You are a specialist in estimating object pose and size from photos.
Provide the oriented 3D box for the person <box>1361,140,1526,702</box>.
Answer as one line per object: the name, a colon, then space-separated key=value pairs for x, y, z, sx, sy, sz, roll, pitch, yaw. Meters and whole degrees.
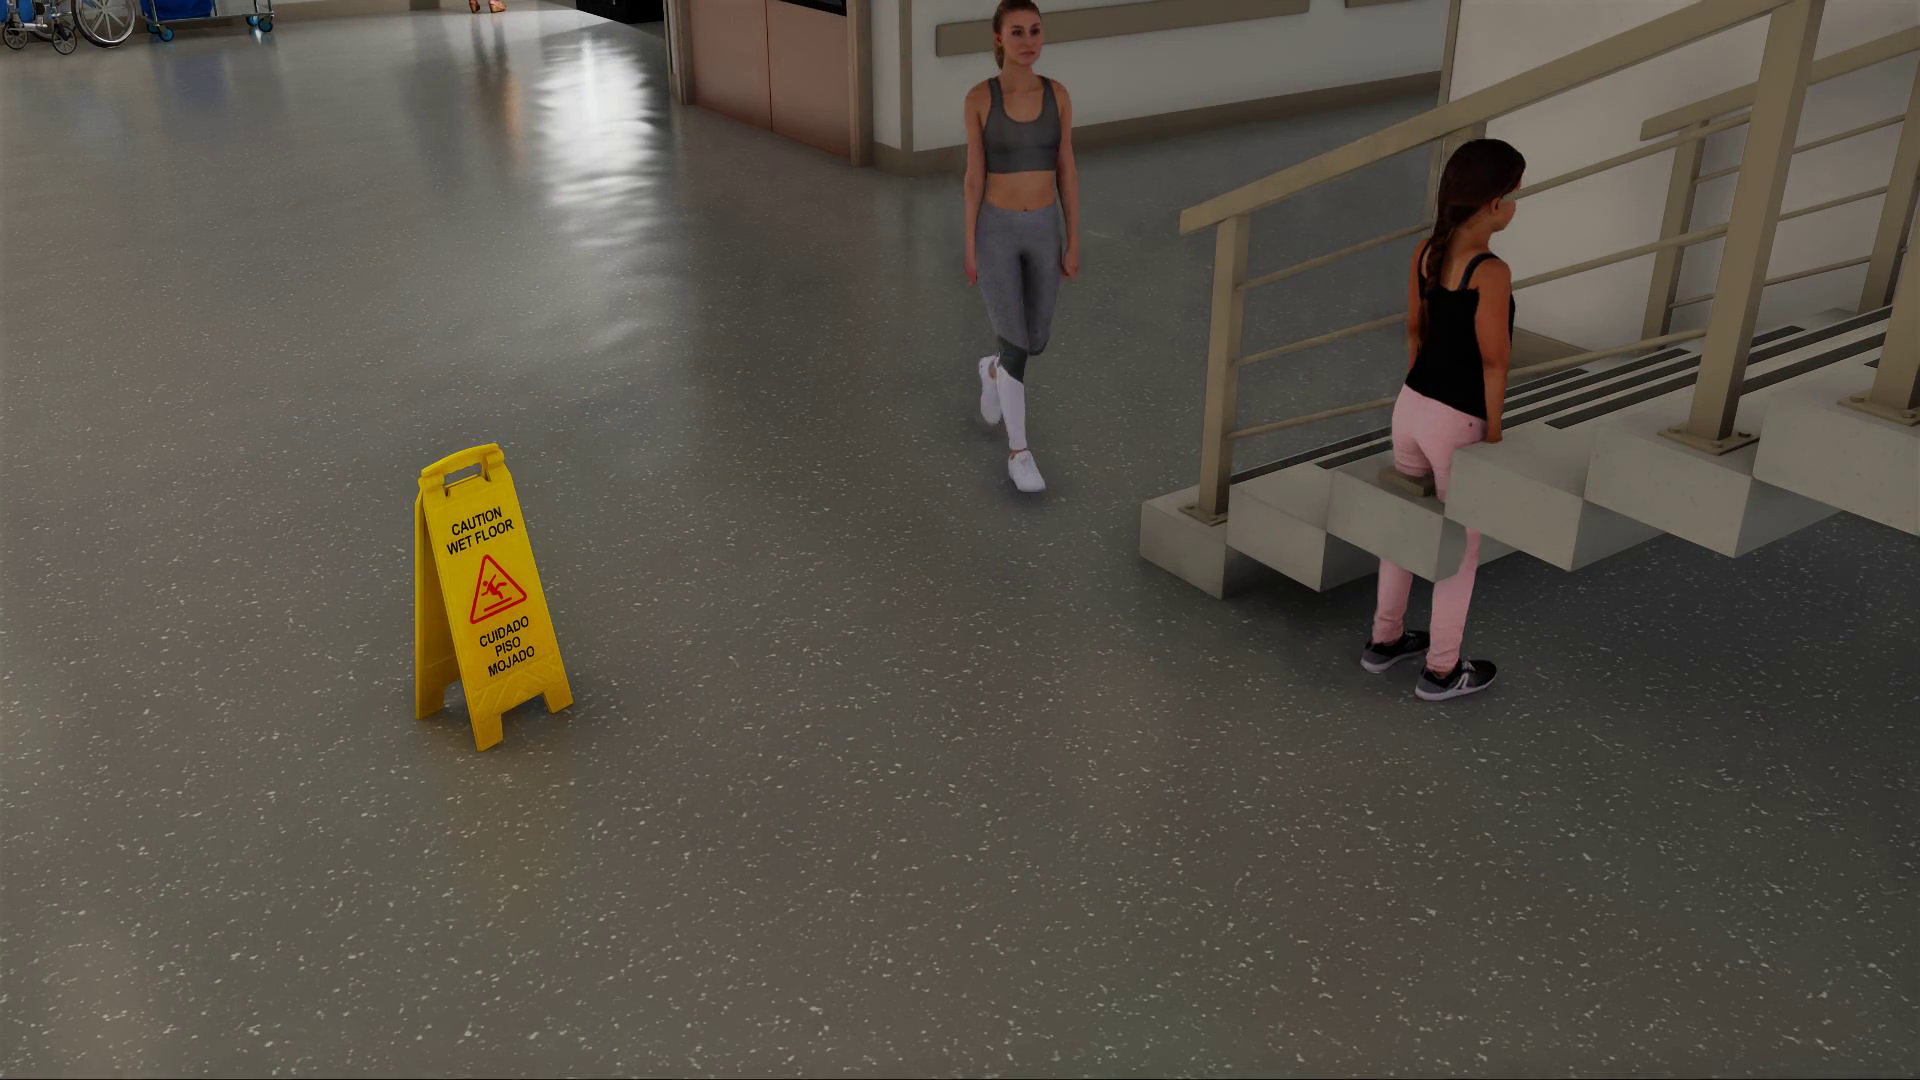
person: x=1.311 y=-0.313 z=4.529 sx=0.606 sy=1.564 sz=0.506 roll=-12 pitch=28 yaw=-24

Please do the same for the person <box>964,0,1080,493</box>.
person: x=0.186 y=-1.062 z=5.947 sx=0.781 sy=1.681 sz=1.093 roll=-7 pitch=27 yaw=-15

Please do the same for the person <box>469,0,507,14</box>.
person: x=-4.759 y=-6.039 z=16.303 sx=0.885 sy=1.651 sz=0.942 roll=3 pitch=26 yaw=6
